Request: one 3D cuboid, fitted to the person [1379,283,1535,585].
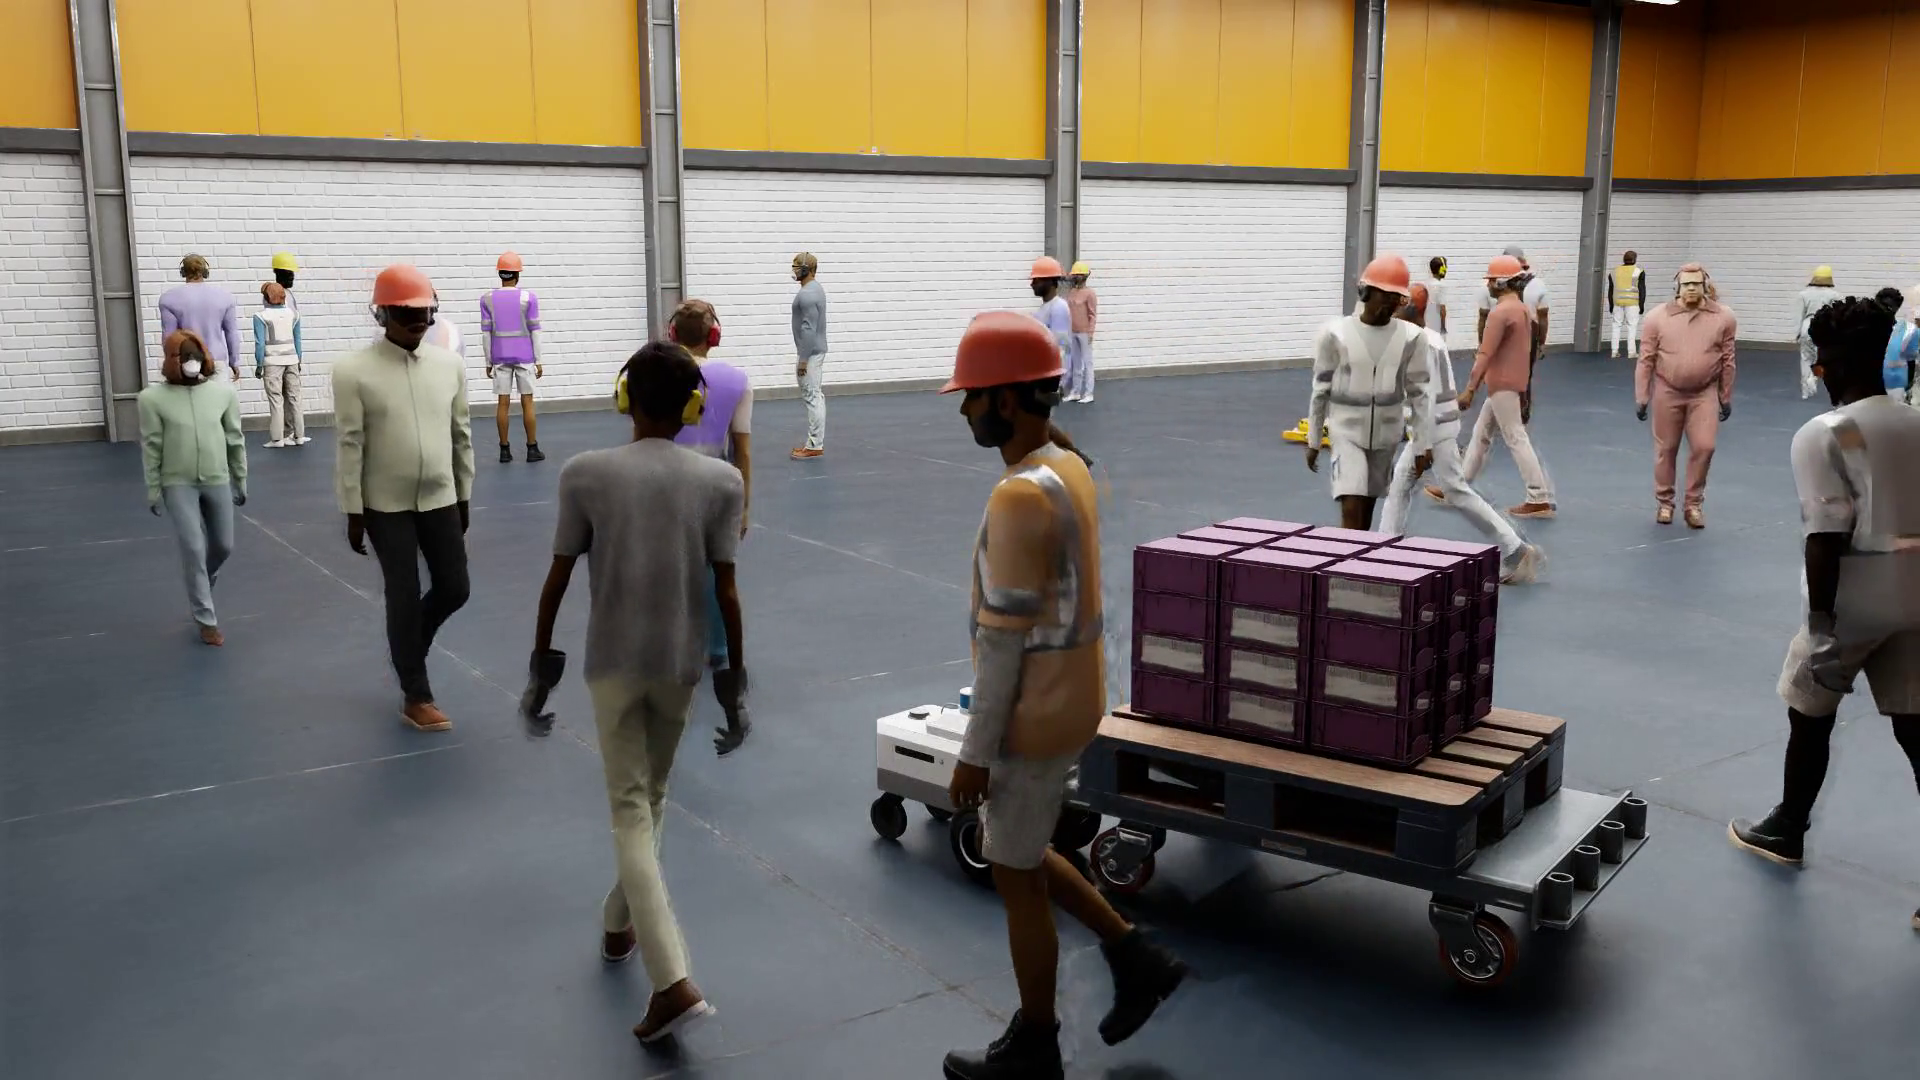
[{"bbox_3d":[2.948,-0.645,10.061,1.064,1.825,0.603,3,11,16],"label":"person"}]

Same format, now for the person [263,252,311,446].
[{"bbox_3d":[-6.746,-1.910,16.660,0.381,1.923,0.591,-1,10,-5],"label":"person"}]

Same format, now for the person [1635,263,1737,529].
[{"bbox_3d":[5.181,-1.021,11.896,0.668,1.883,0.664,4,11,19],"label":"person"}]

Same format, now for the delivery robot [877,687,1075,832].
[{"bbox_3d":[0.048,0.741,5.628,0.707,0.478,0.477,9,14,42],"label":"delivery robot"}]

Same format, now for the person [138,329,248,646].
[{"bbox_3d":[-3.978,-0.291,8.633,0.500,1.616,0.651,-9,14,-40],"label":"person"}]

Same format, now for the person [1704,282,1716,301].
[{"bbox_3d":[7.924,-1.969,17.864,0.767,1.597,0.514,-10,14,-44],"label":"person"}]

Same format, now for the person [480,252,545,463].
[{"bbox_3d":[-4.121,-1.677,15.346,0.542,1.939,0.359,0,10,-3],"label":"person"}]

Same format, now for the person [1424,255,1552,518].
[{"bbox_3d":[4.020,-1.148,12.445,1.019,1.944,0.625,7,12,33],"label":"person"}]

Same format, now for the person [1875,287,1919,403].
[{"bbox_3d":[7.853,-1.326,14.206,0.541,1.651,0.869,6,12,28],"label":"person"}]

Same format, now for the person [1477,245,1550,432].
[{"bbox_3d":[5.843,-2.135,17.579,0.719,2.000,0.755,2,11,12],"label":"person"}]

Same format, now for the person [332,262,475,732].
[{"bbox_3d":[-2.372,-0.184,7.078,0.614,1.979,0.573,-10,14,-43],"label":"person"}]

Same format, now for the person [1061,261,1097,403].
[{"bbox_3d":[1.506,-2.602,20.886,0.315,1.770,0.524,-7,12,-33],"label":"person"}]

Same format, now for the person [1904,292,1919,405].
[{"bbox_3d":[9.766,-1.886,16.776,0.554,1.836,0.606,-1,10,-7],"label":"person"}]

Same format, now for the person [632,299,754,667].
[{"bbox_3d":[-1.231,-0.209,7.690,0.567,1.802,0.968,-1,10,-6],"label":"person"}]

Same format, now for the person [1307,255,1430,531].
[{"bbox_3d":[2.256,-0.568,9.167,0.625,1.976,1.088,0,10,1],"label":"person"}]

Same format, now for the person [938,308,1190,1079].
[{"bbox_3d":[0.210,0.415,3.958,0.547,1.915,0.542,2,11,11],"label":"person"}]

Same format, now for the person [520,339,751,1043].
[{"bbox_3d":[-0.857,0.372,4.466,0.613,1.808,0.939,-4,11,-19],"label":"person"}]

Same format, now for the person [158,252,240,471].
[{"bbox_3d":[-6.685,-1.555,14.676,0.635,1.937,0.354,-6,12,-32],"label":"person"}]

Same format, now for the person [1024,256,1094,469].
[{"bbox_3d":[0.765,-1.338,13.537,0.499,1.918,0.560,-2,10,-9],"label":"person"}]

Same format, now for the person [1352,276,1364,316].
[{"bbox_3d":[4.741,-2.268,19.404,0.306,1.640,0.523,-3,11,-18],"label":"person"}]

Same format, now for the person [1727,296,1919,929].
[{"bbox_3d":[2.819,0.215,5.103,0.620,1.902,1.021,-2,11,-13],"label":"person"}]

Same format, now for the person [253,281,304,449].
[{"bbox_3d":[-6.712,-1.720,16.404,0.309,1.641,0.514,6,12,32],"label":"person"}]

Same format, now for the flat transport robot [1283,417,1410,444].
[{"bbox_3d":[4.046,-1.144,16.997,1.431,0.197,0.652,-7,12,-34],"label":"flat transport robot"}]

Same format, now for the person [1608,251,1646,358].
[{"bbox_3d":[11.487,-4.052,28.636,0.633,1.839,0.429,9,14,41],"label":"person"}]

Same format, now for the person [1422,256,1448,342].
[{"bbox_3d":[5.875,-2.638,20.888,0.698,1.853,0.523,-4,11,-21],"label":"person"}]

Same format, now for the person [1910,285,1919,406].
[{"bbox_3d":[10.525,-2.141,17.982,0.582,1.909,0.456,-1,10,-3],"label":"person"}]

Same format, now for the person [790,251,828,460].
[{"bbox_3d":[-1.425,-1.723,15.597,0.372,1.940,0.631,0,10,0],"label":"person"}]

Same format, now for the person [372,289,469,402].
[{"bbox_3d":[-3.610,-0.840,11.146,0.637,1.805,0.943,-6,12,-28],"label":"person"}]

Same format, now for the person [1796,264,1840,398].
[{"bbox_3d":[10.938,-2.653,21.287,0.494,1.730,0.536,9,14,41],"label":"person"}]
